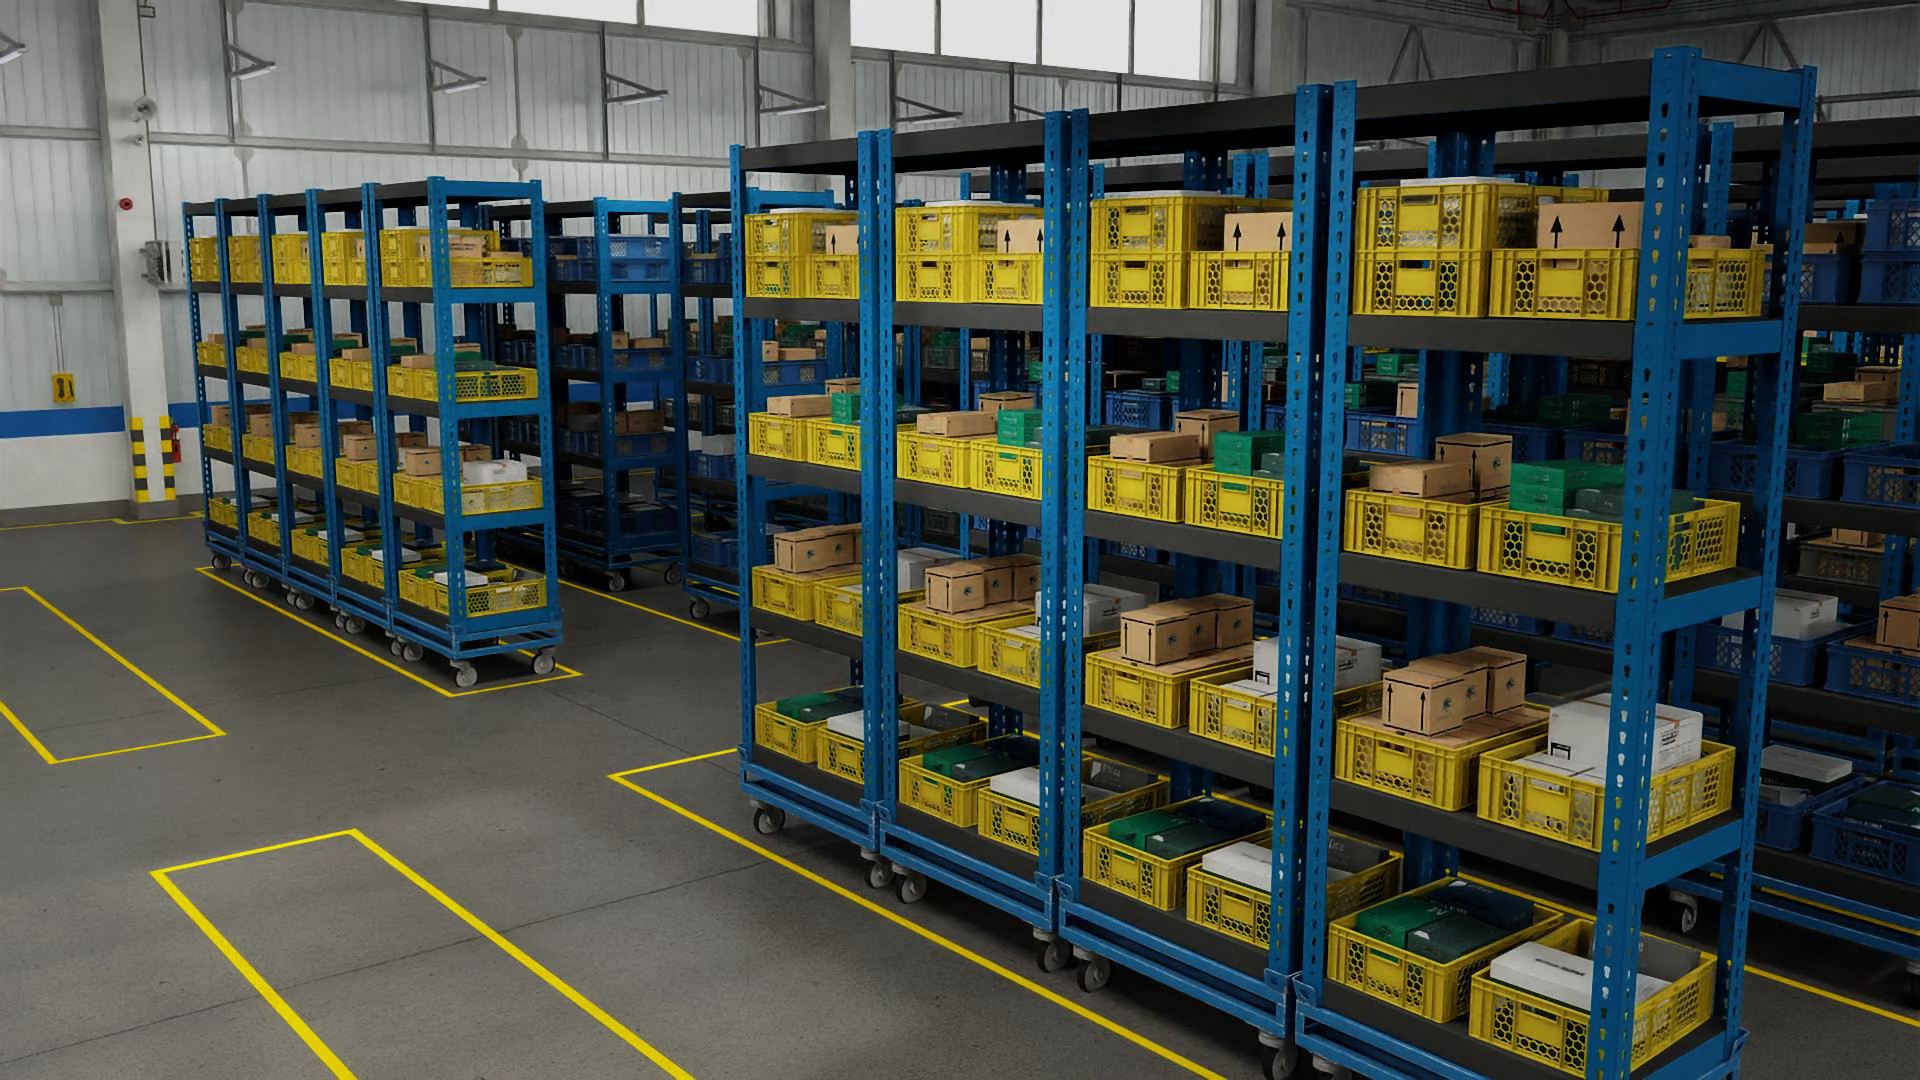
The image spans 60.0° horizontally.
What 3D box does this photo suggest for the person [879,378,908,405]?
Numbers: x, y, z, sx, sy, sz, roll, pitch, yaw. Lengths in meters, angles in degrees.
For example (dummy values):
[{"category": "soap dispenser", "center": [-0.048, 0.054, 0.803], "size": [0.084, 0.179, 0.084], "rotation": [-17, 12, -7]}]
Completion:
[{"category": "person", "center": [-0.792, -0.916, 18.352], "size": [0.956, 1.790, 0.591], "rotation": [9, 13, 44]}]
